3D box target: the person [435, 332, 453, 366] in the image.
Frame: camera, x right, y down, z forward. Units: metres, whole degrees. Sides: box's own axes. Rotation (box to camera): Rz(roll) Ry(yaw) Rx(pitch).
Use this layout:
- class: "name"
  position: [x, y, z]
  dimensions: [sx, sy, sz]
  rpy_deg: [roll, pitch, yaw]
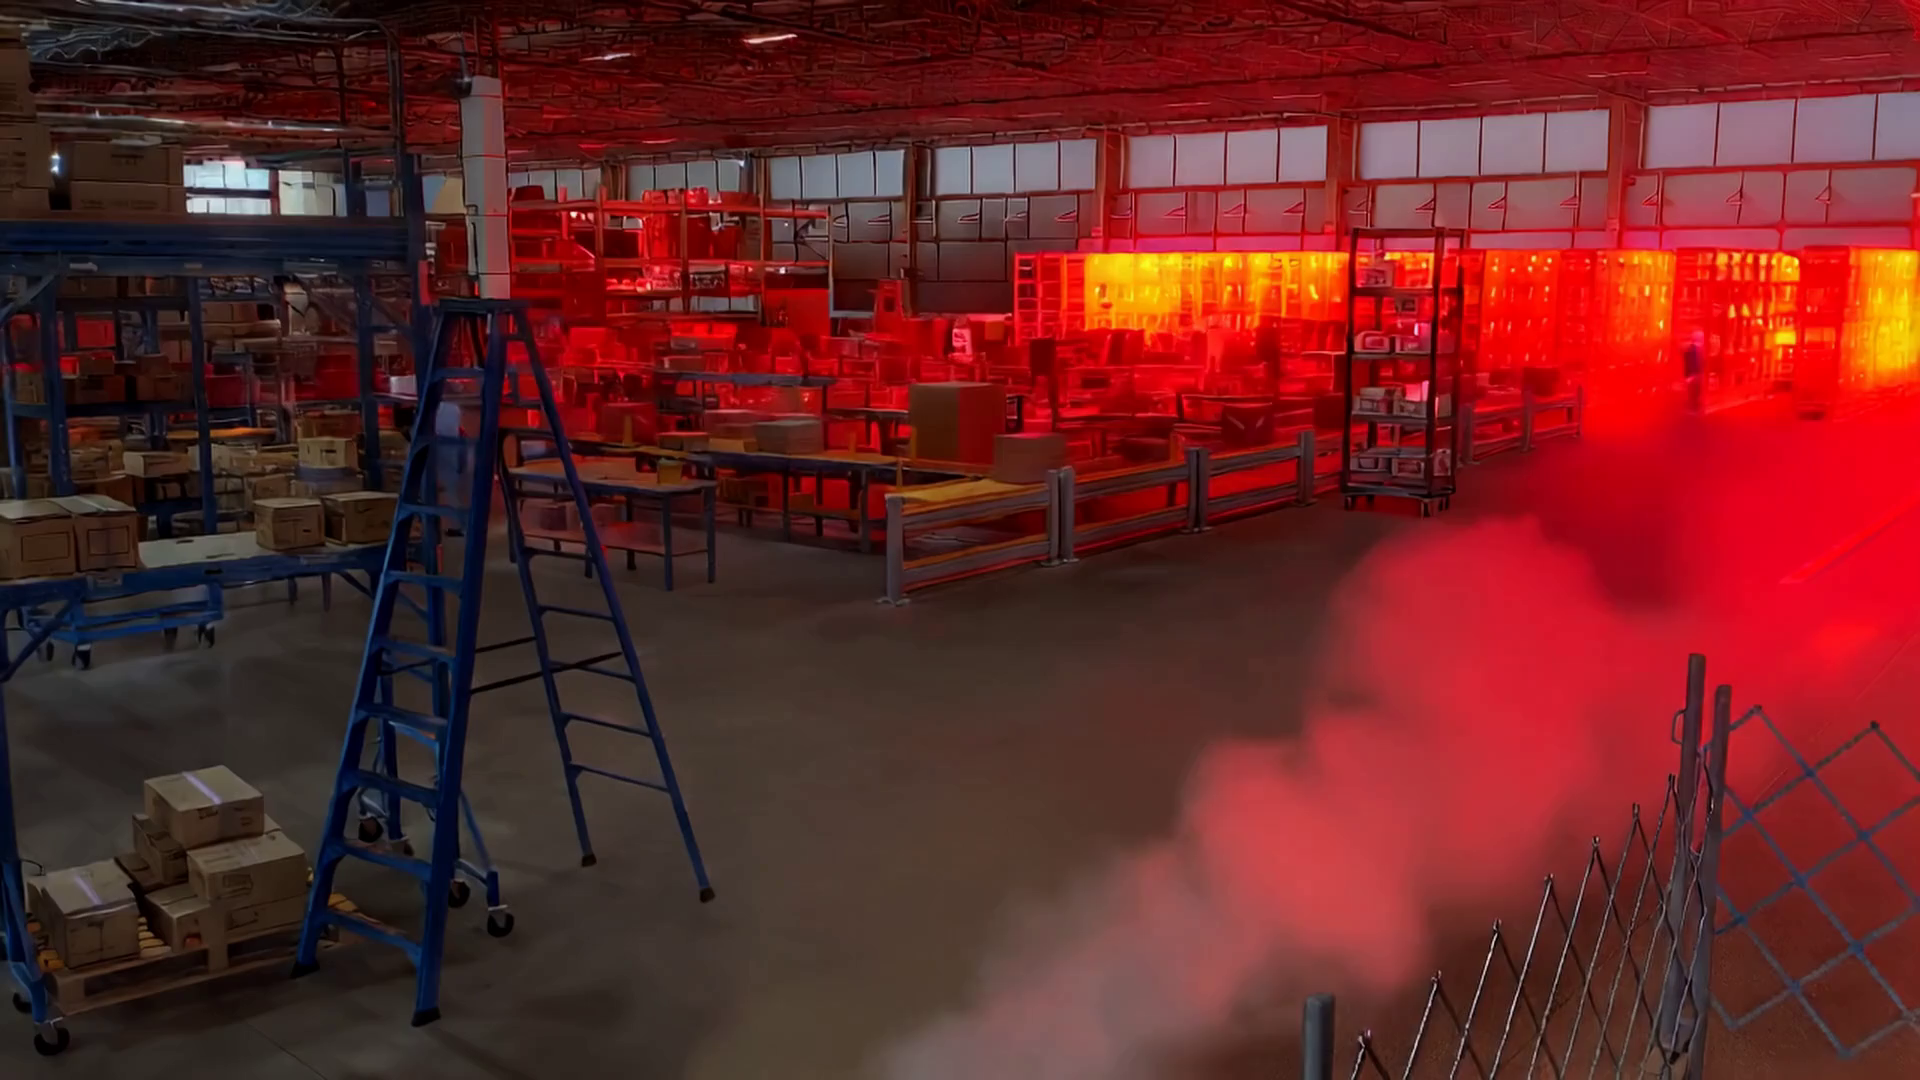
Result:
- class: "person"
  position: [-14.256, -5.243, 46.104]
  dimensions: [0.609, 1.813, 0.789]
  rpy_deg: [6, 11, 32]

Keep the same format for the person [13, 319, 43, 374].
- class: "person"
  position: [-23.557, -4.633, 42.060]
  dimensions: [0.632, 1.878, 0.665]
  rpy_deg: [5, 10, 30]

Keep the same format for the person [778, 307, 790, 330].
- class: "person"
  position: [-5.930, -6.972, 56.649]
  dimensions: [0.856, 1.882, 0.677]
  rpy_deg: [-9, 13, -43]

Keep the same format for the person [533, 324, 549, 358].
- class: "person"
  position: [-11.141, -4.859, 44.037]
  dimensions: [0.530, 1.697, 0.321]
  rpy_deg: [-3, 10, -17]

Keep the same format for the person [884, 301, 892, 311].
- class: "person"
  position: [-2.954, -8.984, 69.115]
  dimensions: [0.655, 1.921, 0.547]
  rpy_deg: [5, 11, 30]

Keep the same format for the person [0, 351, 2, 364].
- class: "person"
  position: [-25.070, -4.672, 43.164]
  dimensions: [0.747, 1.605, 0.508]
  rpy_deg: [6, 11, 31]

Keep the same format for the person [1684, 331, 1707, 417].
- class: "person"
  position: [15.623, -3.506, 35.197]
  dimensions: [0.547, 1.817, 0.627]
  rpy_deg: [7, 11, 36]

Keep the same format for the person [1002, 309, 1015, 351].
- class: "person"
  position: [1.821, -7.739, 61.908]
  dimensions: [0.485, 1.735, 0.343]
  rpy_deg: [-1, 9, -7]

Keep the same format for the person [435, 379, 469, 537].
- class: "person"
  position: [-6.025, -0.946, 19.160]
  dimensions: [0.724, 1.847, 0.530]
  rpy_deg: [4, 10, 22]

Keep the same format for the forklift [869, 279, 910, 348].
- class: "forklift"
  position: [-2.834, -9.202, 67.462]
  dimensions: [1.129, 2.768, 1.873]
  rpy_deg: [3, 10, 18]

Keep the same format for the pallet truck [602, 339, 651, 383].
- class: "pallet truck"
  position: [-8.991, -4.871, 45.351]
  dimensions: [0.653, 1.274, 1.630]
  rpy_deg: [7, 11, 37]

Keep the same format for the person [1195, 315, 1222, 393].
- class: "person"
  position: [6.393, -4.751, 42.510]
  dimensions: [0.740, 1.967, 0.636]
  rpy_deg: [7, 11, 36]

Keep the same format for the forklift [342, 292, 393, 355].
- class: "forklift"
  position: [-16.485, -5.622, 45.120]
  dimensions: [1.129, 2.768, 1.873]
  rpy_deg: [7, 11, 37]

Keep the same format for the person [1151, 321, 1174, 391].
- class: "person"
  position: [4.898, -4.302, 39.919]
  dimensions: [0.650, 1.905, 0.405]
  rpy_deg: [-6, 11, -32]

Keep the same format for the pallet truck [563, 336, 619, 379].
- class: "pallet truck"
  position: [-10.690, -5.294, 48.215]
  dimensions: [1.601, 1.201, 0.680]
  rpy_deg: [-5, 10, -26]

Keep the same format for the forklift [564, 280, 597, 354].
- class: "forklift"
  position: [-11.986, -6.864, 52.871]
  dimensions: [1.129, 2.768, 1.873]
  rpy_deg: [-3, 10, -19]

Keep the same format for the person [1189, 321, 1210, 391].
- class: "person"
  position: [6.216, -4.724, 42.850]
  dimensions: [0.629, 1.813, 0.557]
  rpy_deg: [-5, 10, -27]
